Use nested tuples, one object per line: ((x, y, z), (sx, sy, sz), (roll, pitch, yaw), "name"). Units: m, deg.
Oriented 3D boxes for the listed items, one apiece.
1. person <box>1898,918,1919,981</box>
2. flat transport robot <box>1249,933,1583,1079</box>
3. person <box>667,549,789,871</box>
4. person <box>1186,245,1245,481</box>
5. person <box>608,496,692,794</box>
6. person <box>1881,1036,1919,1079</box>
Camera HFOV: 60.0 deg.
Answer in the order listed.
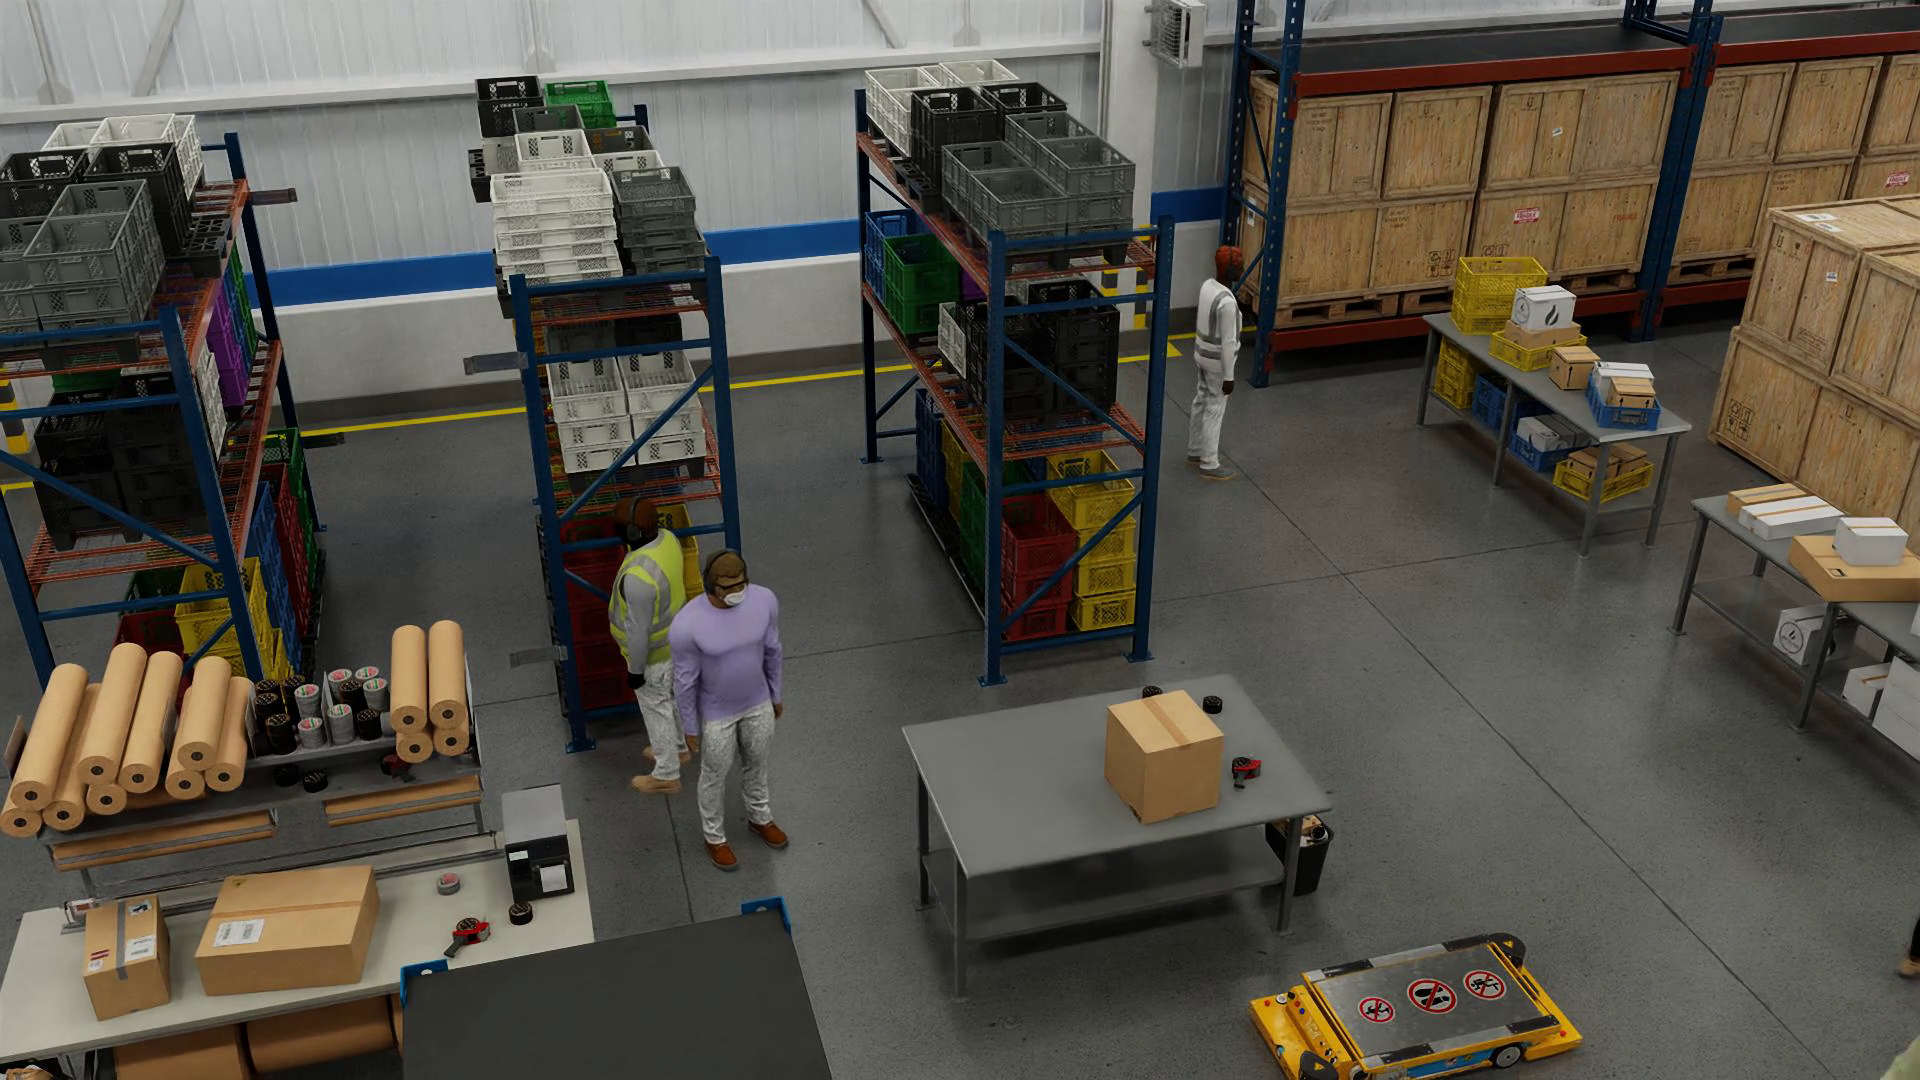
((4.868, 1.524, 7.888), (0.317, 1.695, 0.540), (0, 29, 1), "person")
((2.184, 2.282, 7.980), (1.431, 0.197, 0.652), (-8, 30, -14), "flat transport robot")
((-1.208, 0.882, 8.818), (0.628, 1.931, 0.358), (-19, 34, -31), "person")
((2.004, -1.386, 12.991), (0.337, 1.882, 0.585), (-6, 29, -11), "person")
((-1.760, 0.584, 9.469), (0.429, 1.834, 0.629), (3, 29, 6), "person")
((3.903, 2.239, 6.492), (0.586, 1.797, 0.912), (-8, 30, -14), "person")
